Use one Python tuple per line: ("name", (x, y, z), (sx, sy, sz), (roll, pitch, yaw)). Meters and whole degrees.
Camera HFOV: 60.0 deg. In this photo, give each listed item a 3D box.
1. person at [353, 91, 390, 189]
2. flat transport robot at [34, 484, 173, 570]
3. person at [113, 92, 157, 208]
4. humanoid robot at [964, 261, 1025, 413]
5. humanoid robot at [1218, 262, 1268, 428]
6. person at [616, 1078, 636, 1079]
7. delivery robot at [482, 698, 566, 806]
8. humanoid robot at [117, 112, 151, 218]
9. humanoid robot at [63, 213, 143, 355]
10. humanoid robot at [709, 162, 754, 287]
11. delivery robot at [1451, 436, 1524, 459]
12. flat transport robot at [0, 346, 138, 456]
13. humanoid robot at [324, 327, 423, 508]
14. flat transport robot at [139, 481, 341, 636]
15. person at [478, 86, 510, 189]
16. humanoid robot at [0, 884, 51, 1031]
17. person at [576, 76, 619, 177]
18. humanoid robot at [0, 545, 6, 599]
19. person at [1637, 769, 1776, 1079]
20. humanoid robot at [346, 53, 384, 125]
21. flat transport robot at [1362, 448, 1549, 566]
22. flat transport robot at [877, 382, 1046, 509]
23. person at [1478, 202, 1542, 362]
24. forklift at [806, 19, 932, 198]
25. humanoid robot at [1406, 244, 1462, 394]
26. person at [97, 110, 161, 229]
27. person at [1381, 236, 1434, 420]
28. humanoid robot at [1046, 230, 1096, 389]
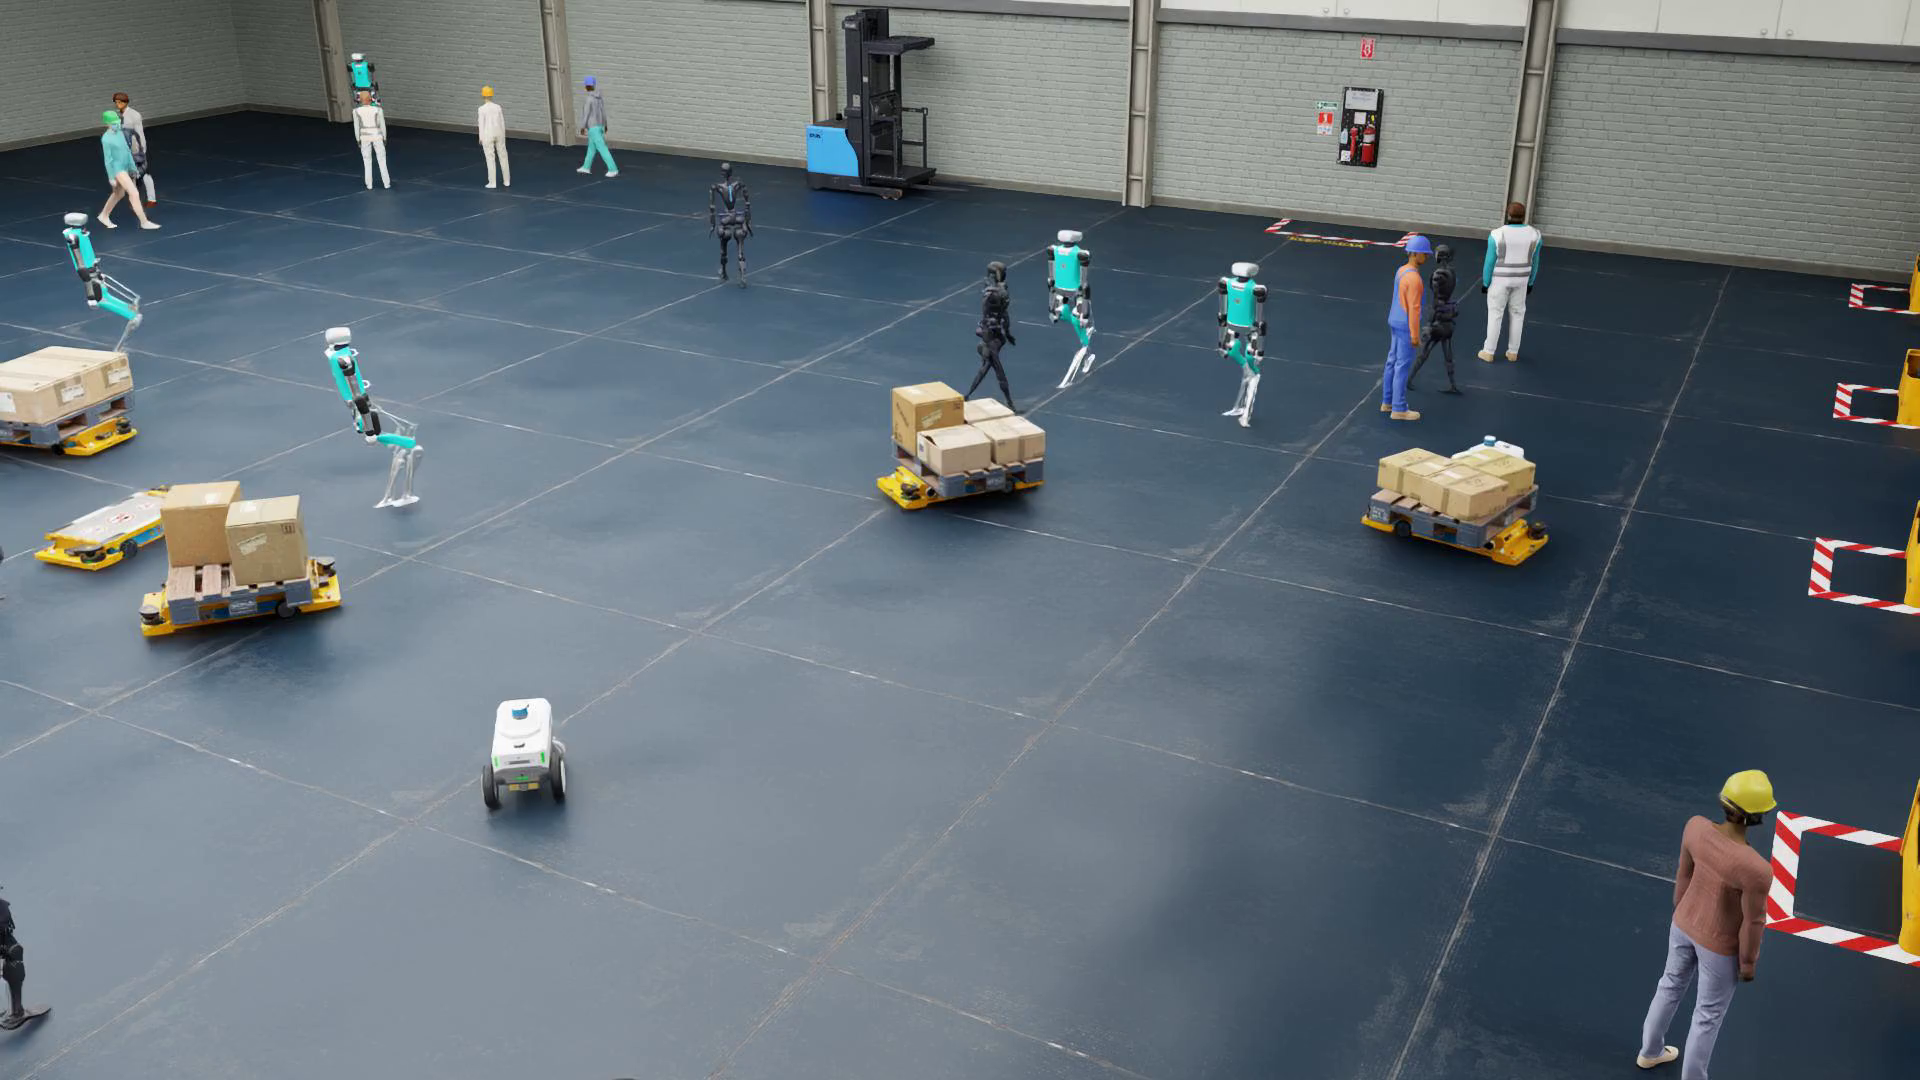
("person", (-9.984, -6.778, 28.220), (0.512, 1.632, 0.316), (-6, 24, -13))
("flat transport robot", (-7.208, -0.118, 14.437), (0.659, 0.231, 1.431), (8, 25, 19))
("person", (-13.368, -6.291, 26.848), (0.493, 1.826, 0.362), (4, 23, 8))
("humanoid robot", (0.339, -2.141, 17.449), (0.788, 1.631, 0.614), (11, 26, 24))
("humanoid robot", (2.971, -2.024, 17.013), (0.595, 1.770, 0.868), (17, 29, 35))
("person", (-0.958, 2.710, 5.832), (0.443, 1.872, 0.674), (-10, 25, -23))
("delivery robot", (-2.799, 1.329, 10.692), (0.513, 0.584, 0.744), (-4, 24, -10))
("humanoid robot", (-13.021, -5.878, 26.117), (0.555, 1.648, 0.601), (14, 27, 30))
("humanoid robot", (-9.625, -2.877, 18.853), (0.721, 1.691, 0.536), (-6, 24, -14))
("humanoid robot", (-3.075, -4.242, 22.307), (0.599, 1.622, 0.777), (-8, 25, -18))
("delivery robot", (4.844, -0.667, 15.334), (0.764, 0.578, 0.499), (-16, 28, -32))
("flat transport robot", (-9.094, -1.096, 16.714), (1.431, 0.231, 0.659), (7, 24, 15))
("humanoid robot", (-5.118, -1.080, 14.808), (0.846, 1.745, 0.557), (-14, 27, -30))
("flat transport robot", (-5.669, 0.442, 13.134), (1.431, 0.231, 0.659), (-9, 25, -20))
("person", (-7.941, -6.841, 28.277), (0.474, 1.698, 0.314), (-18, 29, -35))
("humanoid robot", (-5.010, 1.741, 8.322), (0.588, 1.655, 0.380), (9, 25, 20))
("person", (-6.425, -7.264, 29.220), (0.902, 1.725, 0.554), (7, 24, 15))
("humanoid robot", (-7.675, -0.214, 12.883), (0.366, 1.641, 0.601), (-9, 25, -20))
("person", (3.593, 1.873, 7.921), (0.343, 1.760, 0.521), (-8, 25, -19))
("humanoid robot", (-11.422, -8.569, 32.186), (0.531, 1.726, 0.756), (1, 23, 2))
("flat transport robot", (4.297, -0.130, 14.465), (1.431, 0.231, 0.659), (19, 29, 37))
("flat transport robot", (0.030, -0.568, 15.484), (1.431, 0.231, 0.659), (-11, 26, -24))
("person", (6.273, -2.950, 19.045), (0.623, 1.840, 0.429), (-1, 23, -2))
("forklift", (-1.573, -7.292, 27.850), (1.873, 2.768, 1.129), (12, 26, 25))
("humanoid robot", (5.150, -2.400, 17.997), (0.727, 1.628, 0.591), (15, 27, 30))
("person", (-12.826, -5.625, 25.281), (0.932, 1.827, 0.499), (-1, 23, -2))
("person", (4.623, -2.204, 17.222), (0.372, 1.907, 0.522), (-2, 23, -5))
("humanoid robot", (1.359, -2.598, 18.395), (0.530, 1.775, 0.995), (17, 28, 34))
